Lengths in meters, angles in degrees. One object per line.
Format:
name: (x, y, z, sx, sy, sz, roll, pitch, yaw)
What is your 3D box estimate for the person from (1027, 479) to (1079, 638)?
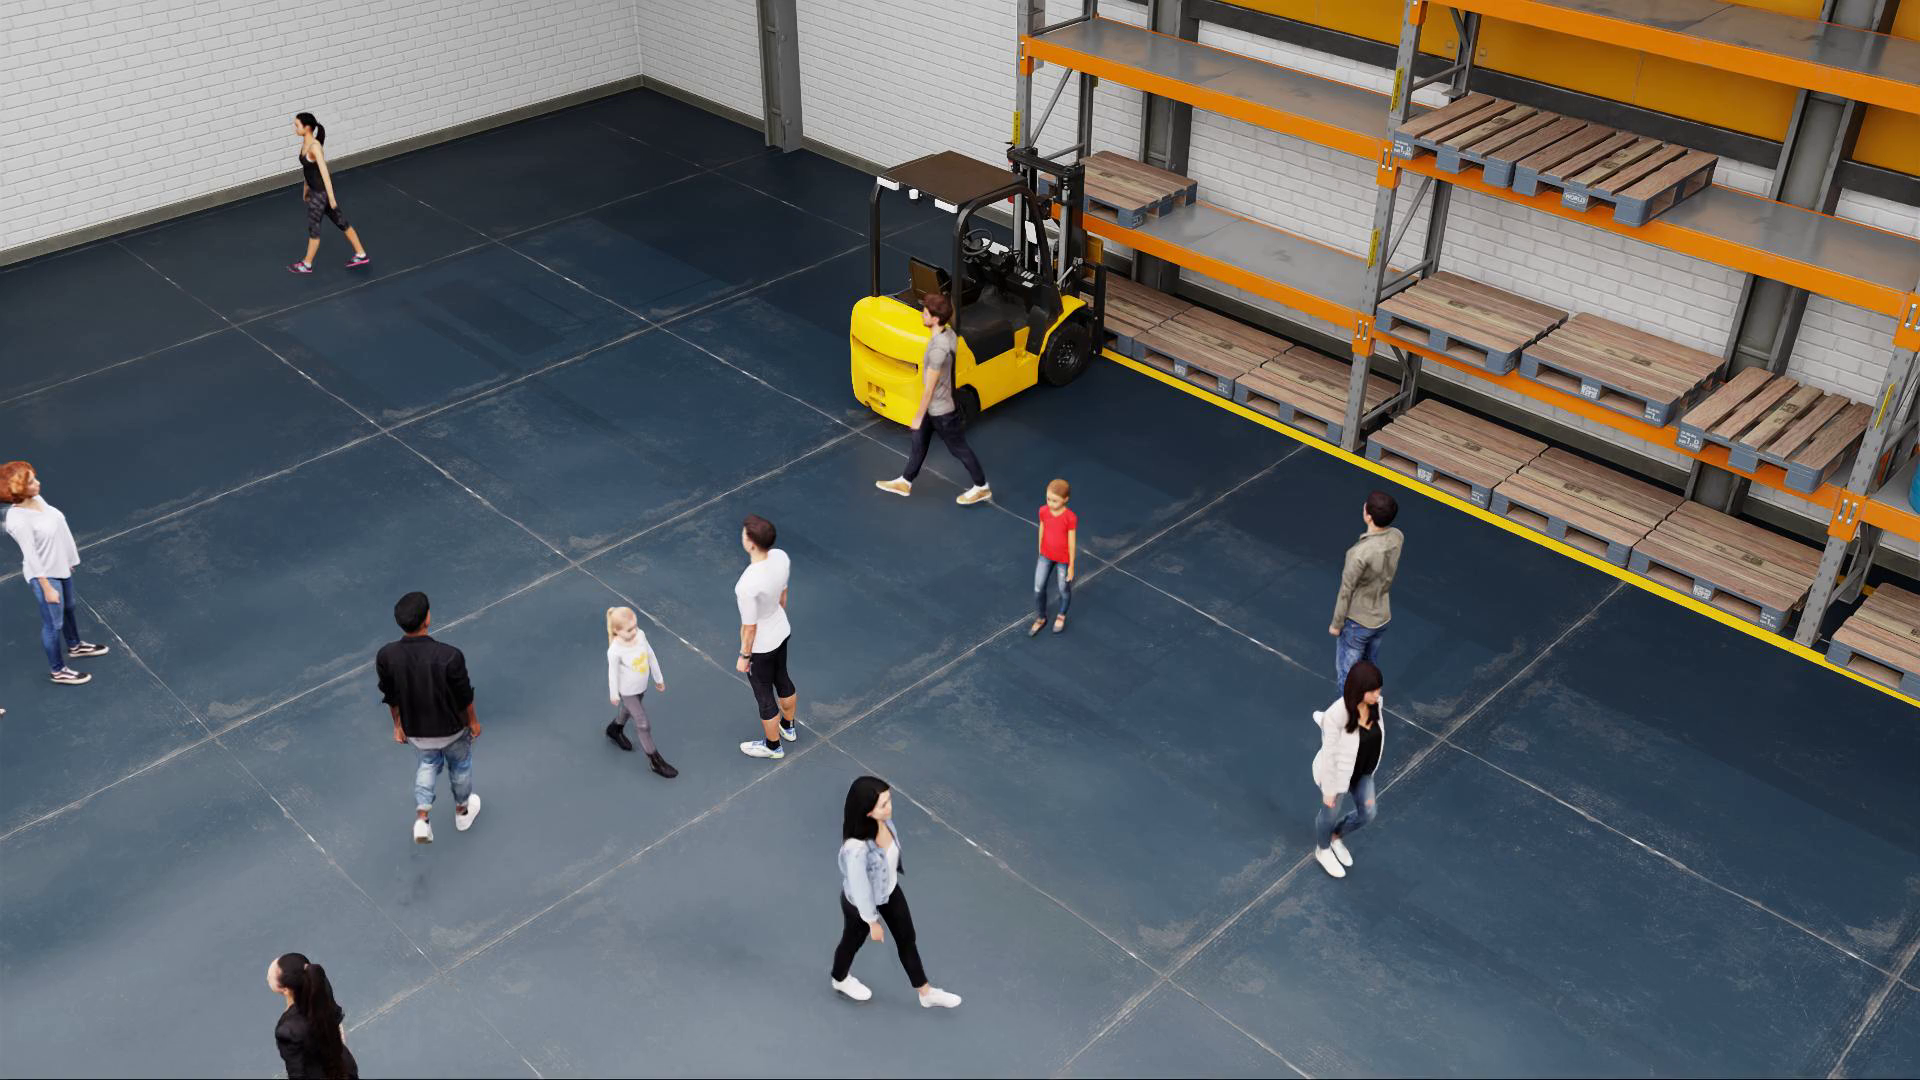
person: (0.741, 0.092, 12.165, 0.588, 1.301, 0.635, 14, 36, 20)

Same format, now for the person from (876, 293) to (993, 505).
person: (-0.068, -1.073, 13.423, 1.239, 1.849, 1.184, 0, 34, 0)

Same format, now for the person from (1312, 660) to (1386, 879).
person: (2.268, 1.332, 10.005, 0.692, 1.625, 0.680, -17, 37, -24)

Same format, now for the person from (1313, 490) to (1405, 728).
person: (2.687, 0.505, 11.034, 0.706, 1.864, 0.589, -25, 41, -32)

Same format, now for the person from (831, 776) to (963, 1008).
person: (-0.568, 1.932, 9.058, 1.093, 1.674, 0.887, 11, 35, 16)

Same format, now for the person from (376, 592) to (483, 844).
person: (-3.228, 1.148, 10.131, 0.976, 1.792, 1.024, 3, 34, 4)

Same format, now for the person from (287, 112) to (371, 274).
person: (-6.570, -3.635, 17.416, 0.822, 1.694, 1.063, -18, 38, -25)

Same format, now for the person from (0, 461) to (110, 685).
person: (-6.401, 0.207, 11.624, 0.790, 1.708, 0.716, -3, 34, -4)

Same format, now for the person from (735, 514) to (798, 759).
person: (-1.262, 0.628, 10.861, 0.689, 1.851, 0.739, 15, 36, 21)

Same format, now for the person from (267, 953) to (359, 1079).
person: (-2.974, 2.615, 8.023, 0.933, 1.684, 0.842, 5, 34, 7)

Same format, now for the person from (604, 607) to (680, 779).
person: (-2.201, 0.940, 10.925, 0.952, 1.260, 0.658, 17, 37, 24)
